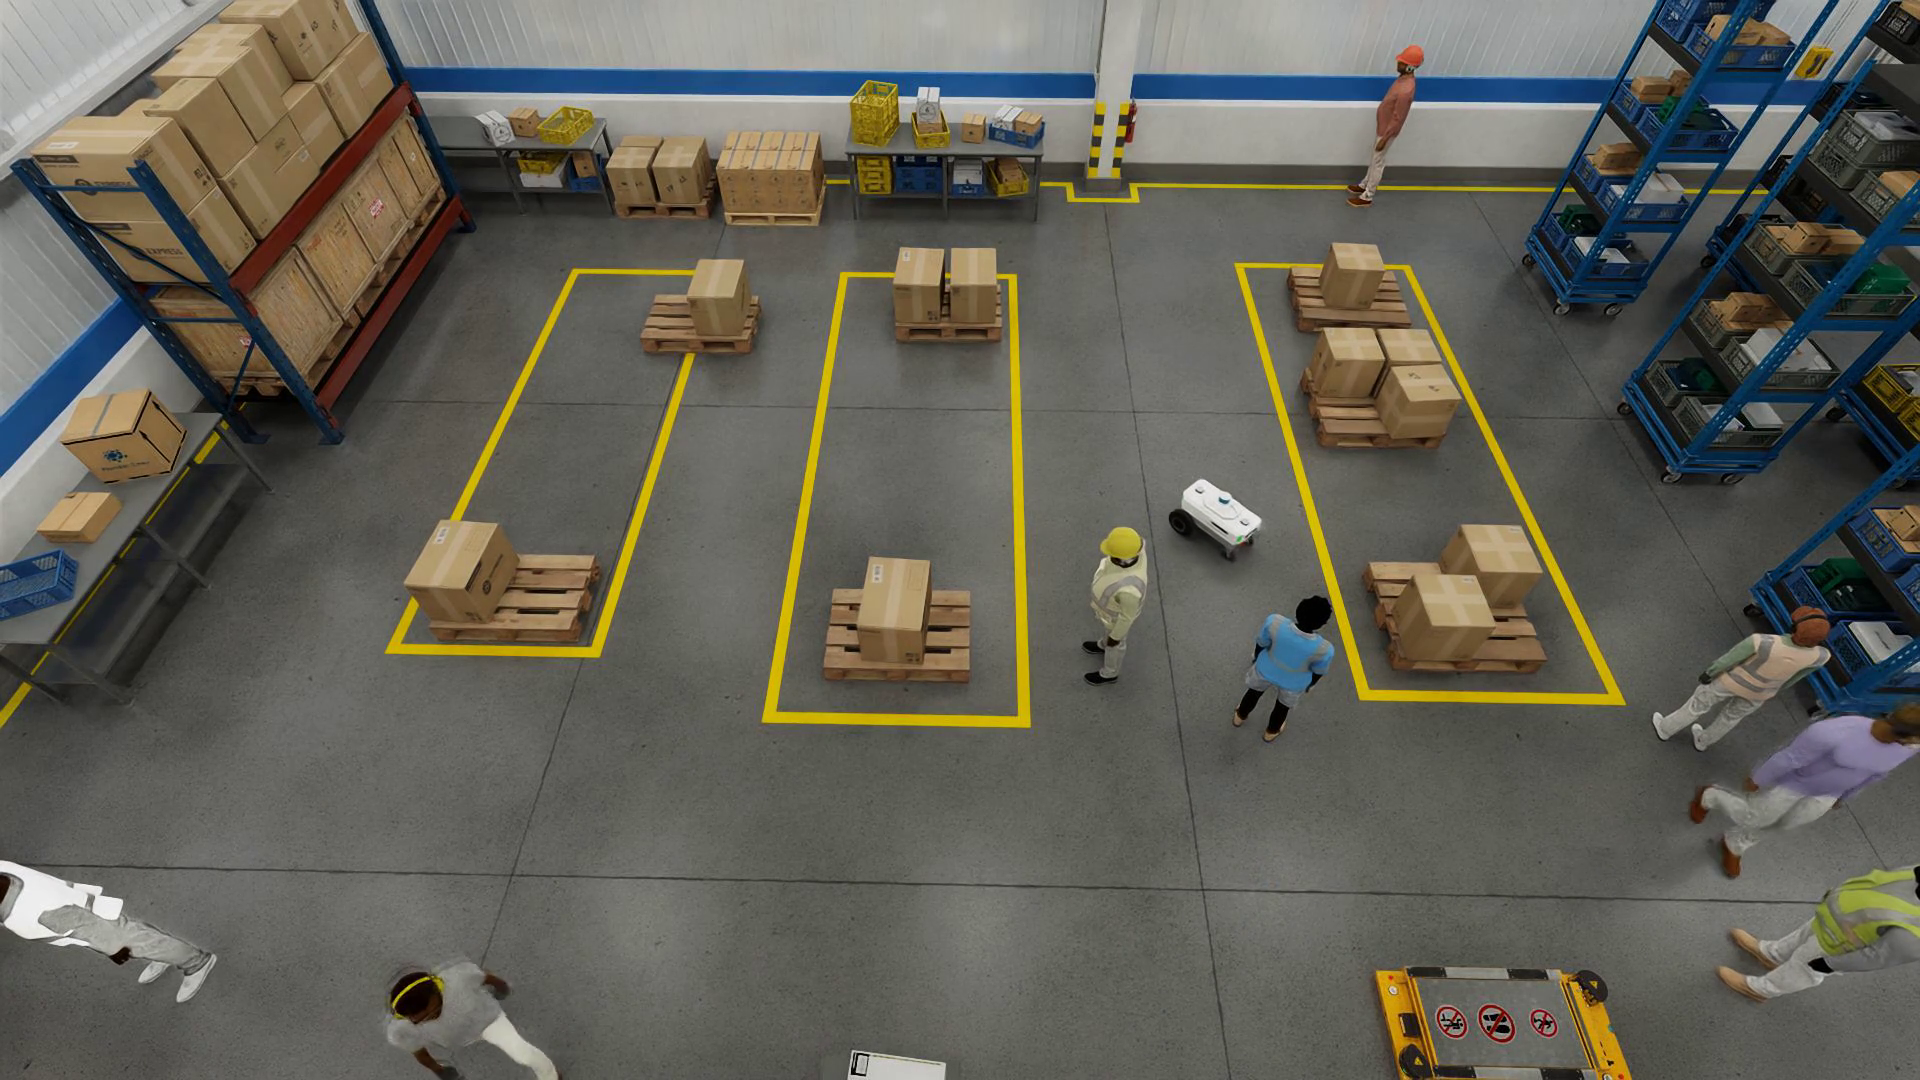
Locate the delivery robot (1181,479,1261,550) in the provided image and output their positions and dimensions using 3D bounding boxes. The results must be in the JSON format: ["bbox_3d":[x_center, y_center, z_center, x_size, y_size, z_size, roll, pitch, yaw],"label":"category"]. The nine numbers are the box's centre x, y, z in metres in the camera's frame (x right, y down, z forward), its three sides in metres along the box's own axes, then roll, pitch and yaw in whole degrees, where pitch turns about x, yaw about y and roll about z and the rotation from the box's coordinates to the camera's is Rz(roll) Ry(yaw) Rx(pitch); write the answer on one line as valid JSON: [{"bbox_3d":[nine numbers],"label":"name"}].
[{"bbox_3d":[2.389,-0.245,8.427,0.477,0.478,0.707,-35,59,-25],"label":"delivery robot"}]

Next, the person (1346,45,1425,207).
[{"bbox_3d":[5.405,-5.226,11.623,0.375,1.997,0.612,13,52,10],"label":"person"}]

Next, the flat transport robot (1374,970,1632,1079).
[{"bbox_3d":[3.501,3.133,5.914,1.431,0.197,0.652,1,51,1],"label":"flat transport robot"}]

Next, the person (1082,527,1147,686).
[{"bbox_3d":[1.190,0.512,7.058,0.404,1.822,0.589,5,51,4],"label":"person"}]

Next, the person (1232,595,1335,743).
[{"bbox_3d":[2.388,0.962,6.770,0.536,1.697,0.318,29,56,21],"label":"person"}]

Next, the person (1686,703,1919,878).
[{"bbox_3d":[5.611,1.635,6.086,0.661,1.906,0.534,7,51,5],"label":"person"}]

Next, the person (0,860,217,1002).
[{"bbox_3d":[-5.266,2.321,5.524,0.587,1.913,0.391,18,53,14],"label":"person"}]

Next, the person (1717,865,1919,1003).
[{"bbox_3d":[5.353,2.360,5.540,0.625,1.840,0.430,-36,59,-26],"label":"person"}]

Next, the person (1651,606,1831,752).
[{"bbox_3d":[5.757,1.050,6.742,0.517,1.633,0.312,15,52,12],"label":"person"}]

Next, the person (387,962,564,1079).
[{"bbox_3d":[-2.821,2.741,5.243,0.518,1.828,0.974,-35,59,-25],"label":"person"}]
